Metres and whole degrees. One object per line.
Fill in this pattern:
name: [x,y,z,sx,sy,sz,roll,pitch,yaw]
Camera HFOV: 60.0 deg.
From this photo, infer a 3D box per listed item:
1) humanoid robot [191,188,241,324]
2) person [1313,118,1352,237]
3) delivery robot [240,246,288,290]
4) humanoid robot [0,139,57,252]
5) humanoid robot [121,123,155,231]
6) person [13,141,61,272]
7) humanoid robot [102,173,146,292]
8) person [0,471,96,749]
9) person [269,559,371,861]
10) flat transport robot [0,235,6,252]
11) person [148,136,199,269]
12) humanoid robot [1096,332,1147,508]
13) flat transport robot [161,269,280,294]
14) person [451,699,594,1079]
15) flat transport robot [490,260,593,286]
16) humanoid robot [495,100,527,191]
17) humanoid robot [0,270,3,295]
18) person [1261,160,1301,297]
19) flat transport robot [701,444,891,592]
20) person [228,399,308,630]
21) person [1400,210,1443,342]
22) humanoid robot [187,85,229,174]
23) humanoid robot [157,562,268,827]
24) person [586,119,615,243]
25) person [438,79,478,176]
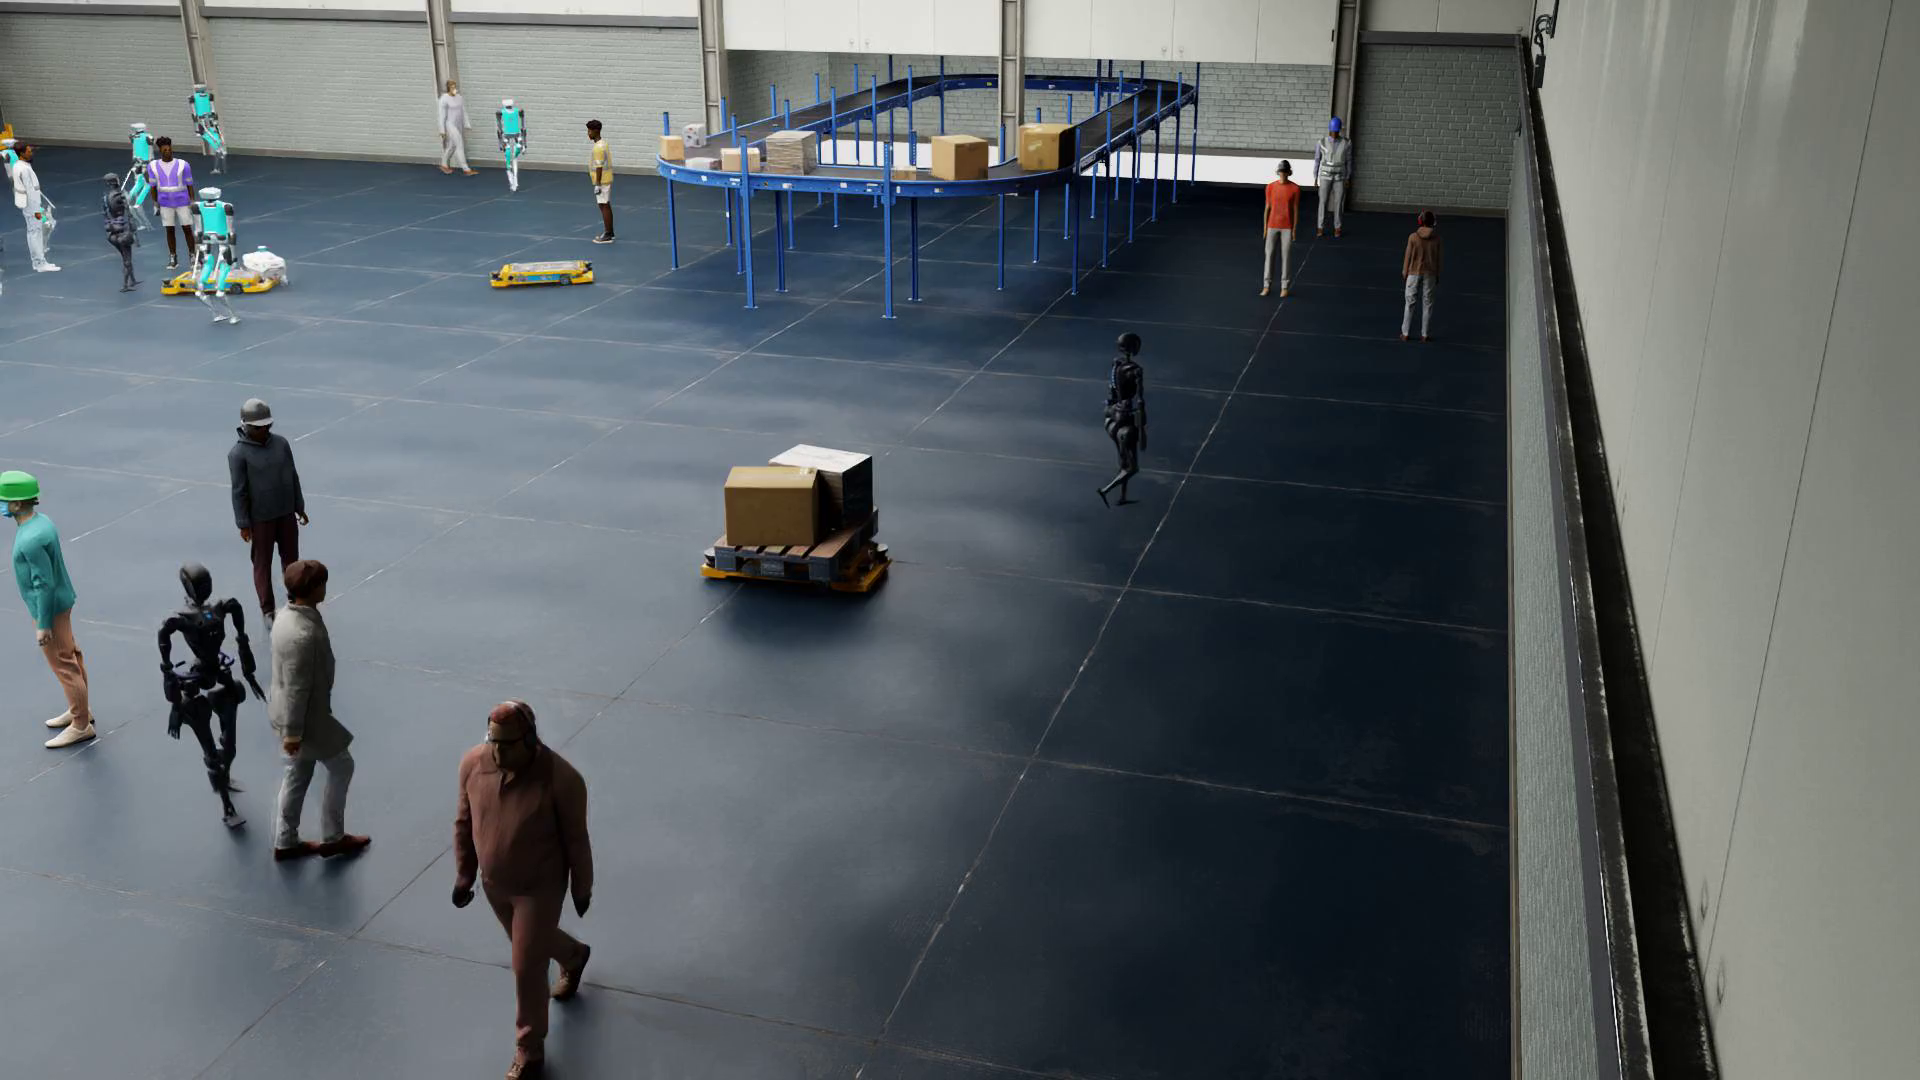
humanoid robot: [-9.648,-3.636,21.473,0.544,1.727,0.698,-1,21,-1]
person: [6.115,-5.961,27.333,0.622,1.932,0.416,2,21,4]
delivery robot: [-10.024,-3.943,23.973,0.746,0.570,0.499,20,28,41]
humanoid robot: [-14.553,-5.395,26.151,0.702,1.801,0.539,-3,21,-7]
humanoid robot: [-13.749,-6.012,27.752,0.530,1.802,0.694,12,24,27]
person: [-13.827,-4.962,24.758,0.390,1.918,0.591,-16,26,-36]
humanoid robot: [-11.827,-4.372,23.564,0.611,1.642,0.558,10,23,25]
person: [-5.936,0.441,10.802,0.356,1.876,0.516,-8,23,-21]
person: [-3.742,0.986,9.493,0.634,1.795,0.527,-13,25,-31]
flat transport robot: [-15.104,-4.130,24.890,0.659,0.231,1.431,-3,21,-7]
person: [-11.778,-5.050,24.916,0.612,1.965,0.361,-6,22,-14]
humanoid robot: [1.424,-1.072,15.023,0.533,1.643,0.588,-10,23,-25]
flat transport robot: [-10.548,-3.684,23.734,1.431,0.231,0.659,-2,21,-4]
person: [-2.036,1.567,7.895,0.637,1.868,0.912,9,23,21]
flat transport robot: [-6.081,-3.876,24.230,1.431,0.231,0.659,-4,21,-11]
humanoid robot: [-8.512,-7.483,31.546,0.543,1.734,0.975,-10,23,-24]
humanoid robot: [-12.652,-3.592,21.470,0.697,1.804,0.552,-17,27,-37]
person: [4.457,-4.330,23.145,0.474,1.904,0.431,6,22,14]
flat transport robot: [-1.345,0.168,13.742,1.431,0.231,0.659,6,22,14]
person: [-5.212,-0.205,12.576,0.381,1.806,0.550,15,26,34]
person: [5.780,-3.299,20.816,0.464,1.647,0.317,3,21,8]
humanoid robot: [-15.075,-8.248,33.526,0.708,1.779,0.544,14,25,33]
humanoid robot: [-4.466,0.893,9.941,0.691,1.638,0.590,15,26,34]
person: [-5.797,-5.799,26.874,0.373,1.959,0.602,-1,21,-3]
person: [-10.215,-8.302,33.459,0.984,1.900,0.629,7,22,18]
